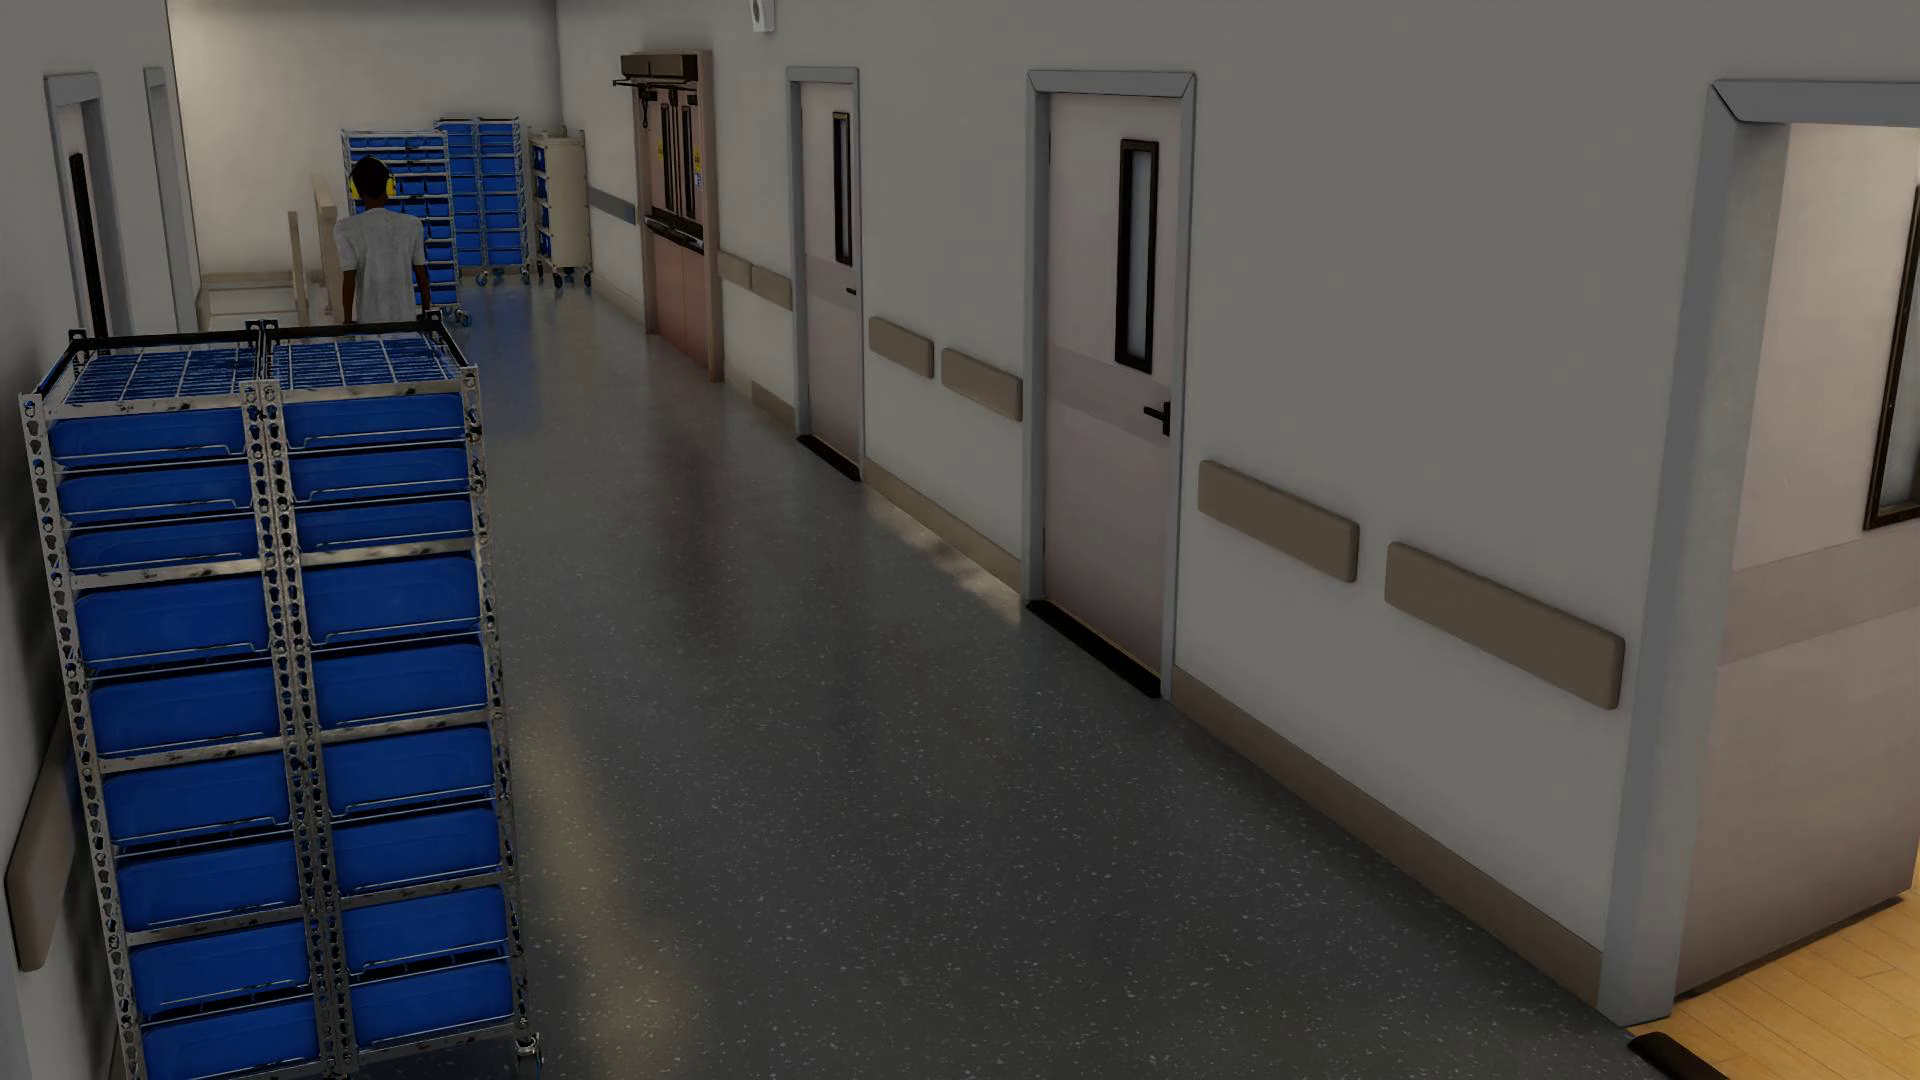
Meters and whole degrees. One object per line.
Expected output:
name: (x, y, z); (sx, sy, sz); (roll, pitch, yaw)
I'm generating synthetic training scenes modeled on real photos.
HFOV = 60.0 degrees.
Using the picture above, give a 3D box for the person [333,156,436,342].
person: (-3.188, -1.179, 9.249); (0.534, 1.864, 0.313); (-13, 20, -37)
